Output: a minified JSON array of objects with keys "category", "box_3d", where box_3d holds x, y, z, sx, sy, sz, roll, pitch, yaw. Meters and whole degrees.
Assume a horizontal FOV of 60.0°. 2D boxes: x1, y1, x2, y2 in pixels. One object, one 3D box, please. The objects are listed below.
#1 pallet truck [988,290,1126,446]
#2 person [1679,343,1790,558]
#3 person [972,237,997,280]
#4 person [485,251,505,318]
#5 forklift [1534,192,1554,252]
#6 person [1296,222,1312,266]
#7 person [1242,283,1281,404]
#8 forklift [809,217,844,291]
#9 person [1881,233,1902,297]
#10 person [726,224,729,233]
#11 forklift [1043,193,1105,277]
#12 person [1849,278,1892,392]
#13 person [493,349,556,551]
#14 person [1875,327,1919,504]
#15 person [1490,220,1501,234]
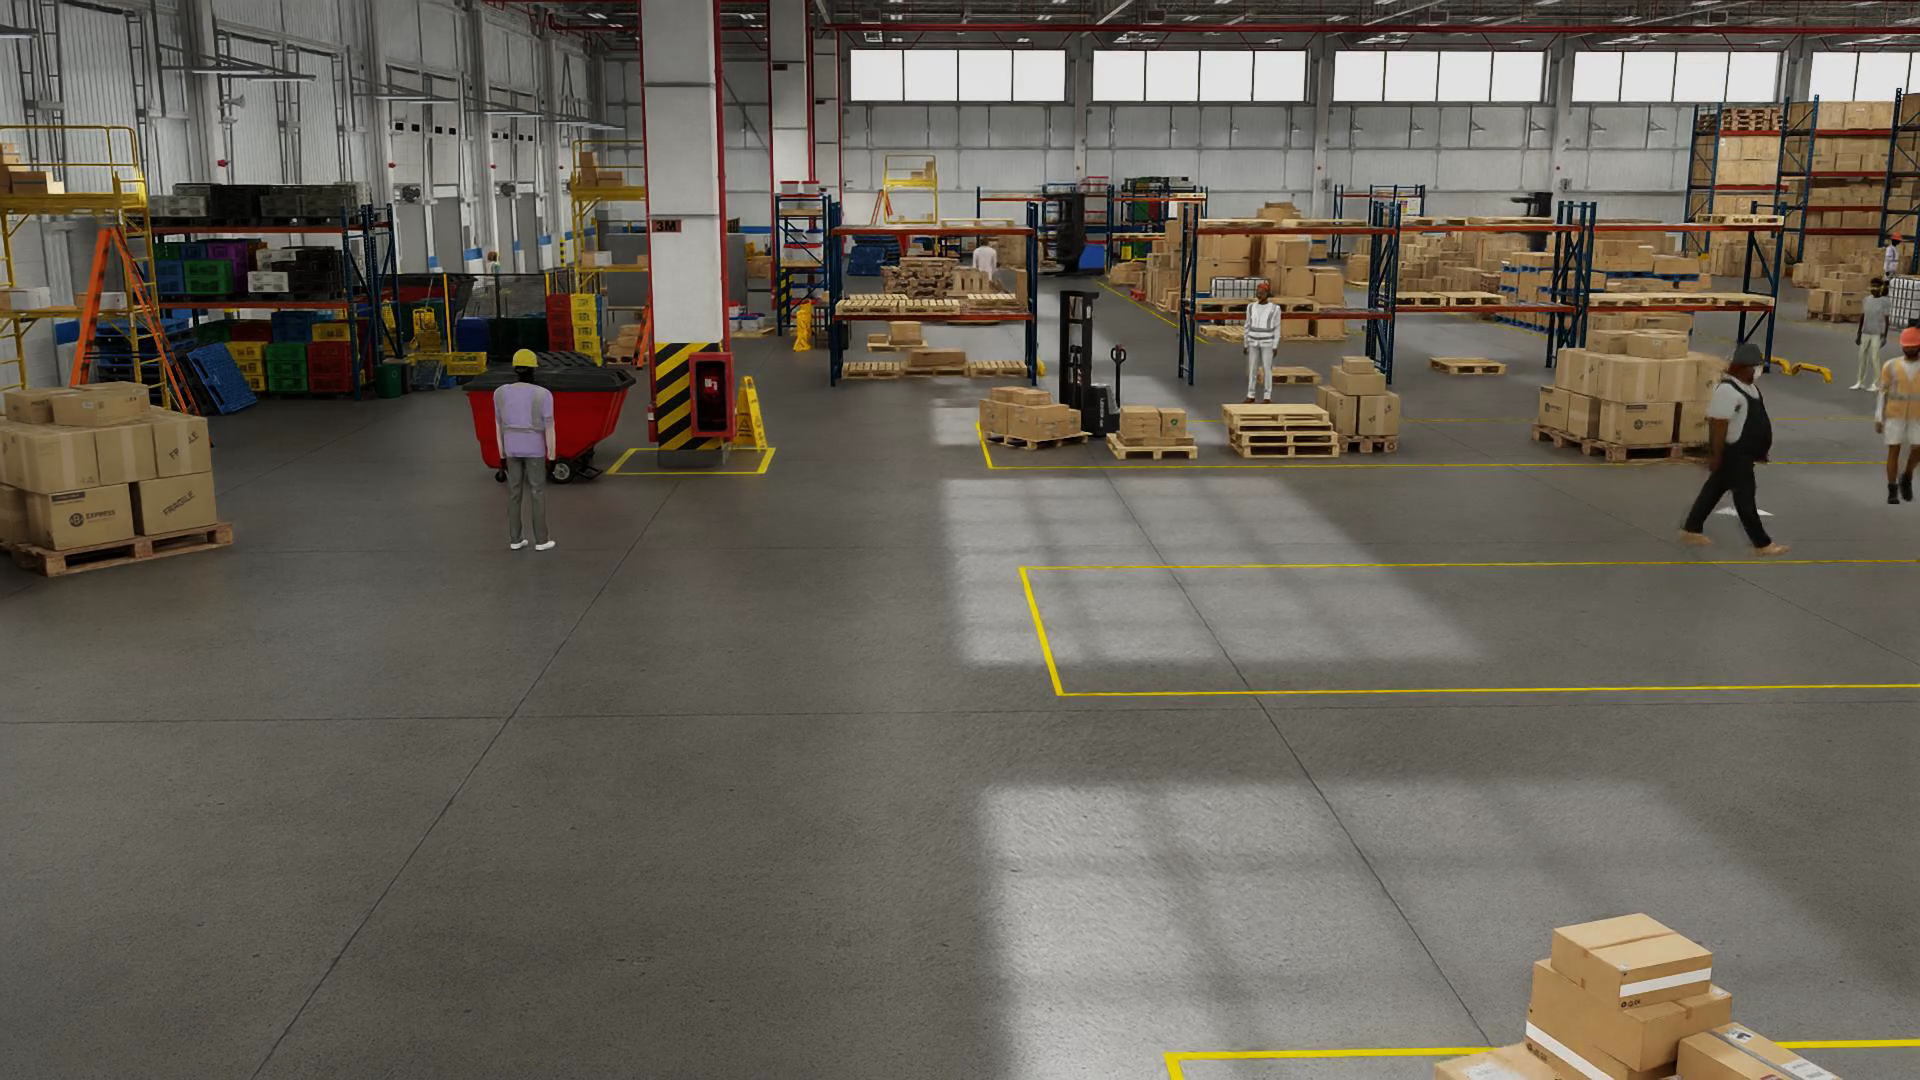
[{"category":"pallet truck","box_3d":[1.257,-2.299,22.111,1.885,1.965,0.823,-9,15,-35]},{"category":"person","box_3d":[7.320,-0.881,15.612,1.029,2.000,0.692,10,16,38]},{"category":"person","box_3d":[0.645,-6.937,43.326,0.641,1.890,1.028,0,12,0]},{"category":"person","box_3d":[-11.470,-6.269,40.876,0.524,1.632,0.321,11,16,40]},{"category":"forklift","box_3d":[21.012,-11.154,60.080,1.873,2.768,1.129,0,12,-2]},{"category":"person","box_3d":[11.335,-9.512,54.868,0.664,1.905,0.870,-1,13,-6]},{"category":"person","box_3d":[4.608,-2.986,25.474,0.574,1.883,0.356,8,15,31]},{"category":"forklift","box_3d":[-4.375,-8.619,48.637,1.873,2.768,1.129,0,12,-2]},{"category":"person","box_3d":[25.218,-7.340,45.011,0.375,1.933,0.550,12,17,43]},{"category":"person","box_3d":[-7.731,-9.480,54.694,0.382,1.924,0.594,2,13,11]},{"category":"forklift","box_3d":[3.945,-10.411,56.727,1.873,2.768,1.129,-5,14,-22]},{"category":"person","box_3d":[14.936,-3.360,27.231,0.319,1.857,0.528,-7,14,-28]},{"category":"person","box_3d":[-4.103,-0.849,15.758,0.583,1.918,0.399,1,13,5]},{"category":"person","box_3d":[10.185,-1.334,17.920,0.583,1.924,0.399,6,14,24]},{"category":"person","box_3d":[18.778,-10.398,58.718,0.629,1.973,0.653,5,13,22]}]
